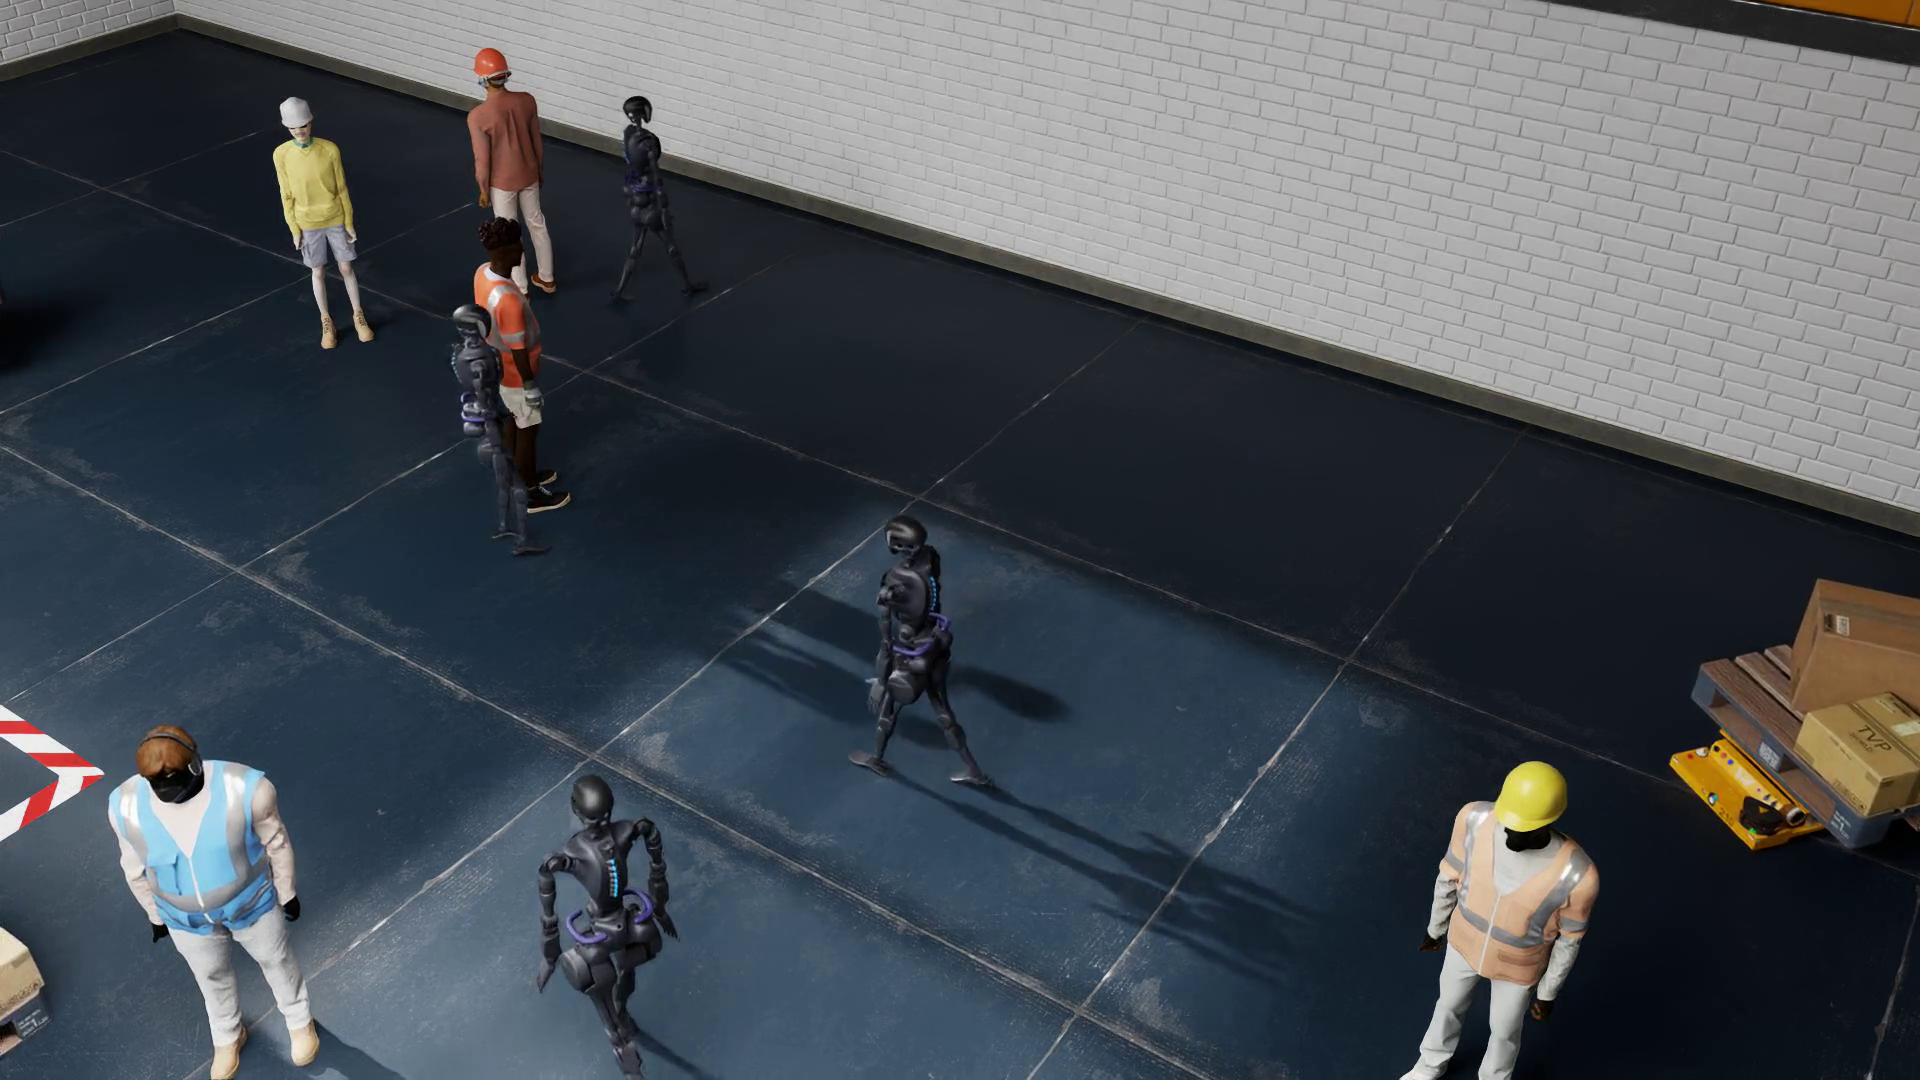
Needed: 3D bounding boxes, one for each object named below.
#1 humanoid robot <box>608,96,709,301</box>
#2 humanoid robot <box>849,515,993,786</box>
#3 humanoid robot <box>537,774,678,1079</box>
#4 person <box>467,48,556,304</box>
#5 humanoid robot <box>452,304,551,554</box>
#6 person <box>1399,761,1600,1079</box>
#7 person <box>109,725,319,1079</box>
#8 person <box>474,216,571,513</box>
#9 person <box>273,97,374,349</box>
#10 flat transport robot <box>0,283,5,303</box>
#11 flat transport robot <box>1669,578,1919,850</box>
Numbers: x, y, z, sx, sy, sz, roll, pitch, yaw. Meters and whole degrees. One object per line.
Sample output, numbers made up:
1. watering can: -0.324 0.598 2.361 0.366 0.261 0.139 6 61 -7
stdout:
1. humanoid robot: -2.428 -2.628 12.846 0.788 1.634 0.600 -21 40 -27
2. humanoid robot: -0.212 0.575 8.255 0.780 1.629 0.590 18 39 23
3. humanoid robot: -1.423 1.629 6.765 0.610 1.644 0.775 -24 41 -30
4. person: -3.433 -2.770 12.719 0.376 1.995 0.607 26 42 32
5. humanoid robot: -2.755 -0.688 10.020 0.439 1.653 0.610 -9 36 -13
6. person: 2.099 1.607 6.522 0.586 1.927 0.367 26 43 32
7. person: -3.010 1.478 6.781 0.622 1.844 0.431 -8 36 -11
8. person: -2.760 -1.084 10.342 0.367 1.958 0.604 -17 38 -23
9. person: -4.678 -2.328 12.179 0.473 1.891 0.385 -14 37 -20
10. flat transport robot: -7.735 -1.431 12.308 0.659 0.231 1.431 -12 37 -17
11. flat transport robot: 4.490 1.170 8.592 1.431 0.231 0.659 -10 36 -14
